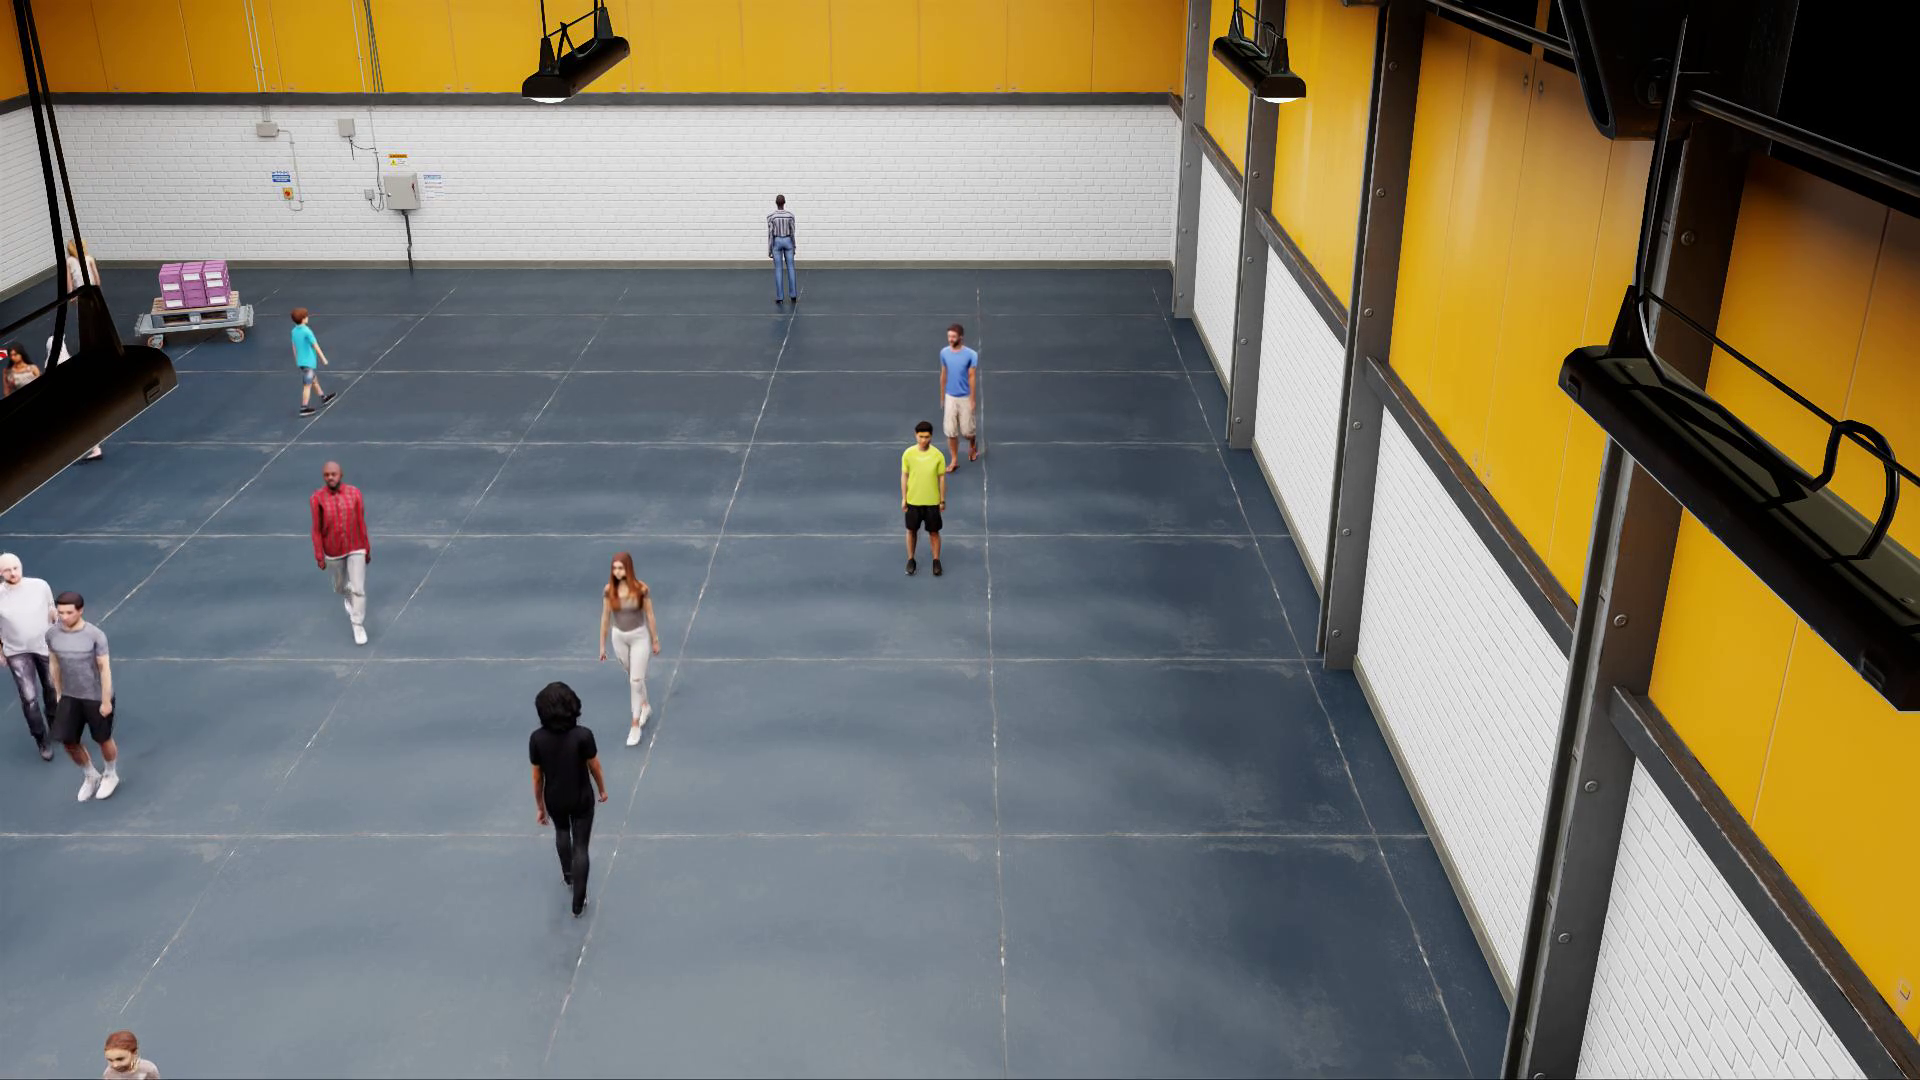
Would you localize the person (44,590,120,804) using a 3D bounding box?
[{"bbox_3d":[-7.038,1.211,13.517,0.680,1.857,0.680,1,24,3],"label":"person"}]

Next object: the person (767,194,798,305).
[{"bbox_3d":[-2.912,-4.779,27.299,0.700,1.794,0.660,-8,25,-17],"label":"person"}]

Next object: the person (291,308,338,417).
[{"bbox_3d":[-8.797,-2.364,22.246,0.843,1.416,0.983,16,28,32],"label":"person"}]

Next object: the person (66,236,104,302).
[{"bbox_3d":[-13.204,-3.725,25.093,0.743,1.629,1.115,-6,24,-14],"label":"person"}]

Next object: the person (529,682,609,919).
[{"bbox_3d":[-2.828,1.907,11.976,0.633,1.815,0.807,0,24,0],"label":"person"}]

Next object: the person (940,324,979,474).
[{"bbox_3d":[0.019,-1.761,20.328,0.830,1.848,0.944,9,25,20],"label":"person"}]

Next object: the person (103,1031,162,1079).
[{"bbox_3d":[-4.704,3.308,9.548,0.501,1.194,0.494,-3,24,-7],"label":"person"}]

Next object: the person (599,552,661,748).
[{"bbox_3d":[-2.835,0.863,14.511,0.736,1.700,0.986,4,24,9],"label":"person"}]

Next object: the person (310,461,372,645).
[{"bbox_3d":[-6.010,0.060,16.226,0.907,1.797,1.175,-8,25,-18],"label":"person"}]

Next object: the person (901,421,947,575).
[{"bbox_3d":[-0.395,-0.453,17.517,0.626,1.702,0.533,2,24,4],"label":"person"}]

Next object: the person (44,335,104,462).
[{"bbox_3d":[-10.925,-1.715,20.550,0.781,1.585,0.932,1,24,3],"label":"person"}]

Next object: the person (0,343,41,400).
[{"bbox_3d":[-11.331,-1.616,20.258,0.691,1.638,0.750,-3,24,-7],"label":"person"}]

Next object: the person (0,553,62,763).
[{"bbox_3d":[-7.972,0.917,14.254,0.981,1.805,1.060,-19,30,-37],"label":"person"}]
